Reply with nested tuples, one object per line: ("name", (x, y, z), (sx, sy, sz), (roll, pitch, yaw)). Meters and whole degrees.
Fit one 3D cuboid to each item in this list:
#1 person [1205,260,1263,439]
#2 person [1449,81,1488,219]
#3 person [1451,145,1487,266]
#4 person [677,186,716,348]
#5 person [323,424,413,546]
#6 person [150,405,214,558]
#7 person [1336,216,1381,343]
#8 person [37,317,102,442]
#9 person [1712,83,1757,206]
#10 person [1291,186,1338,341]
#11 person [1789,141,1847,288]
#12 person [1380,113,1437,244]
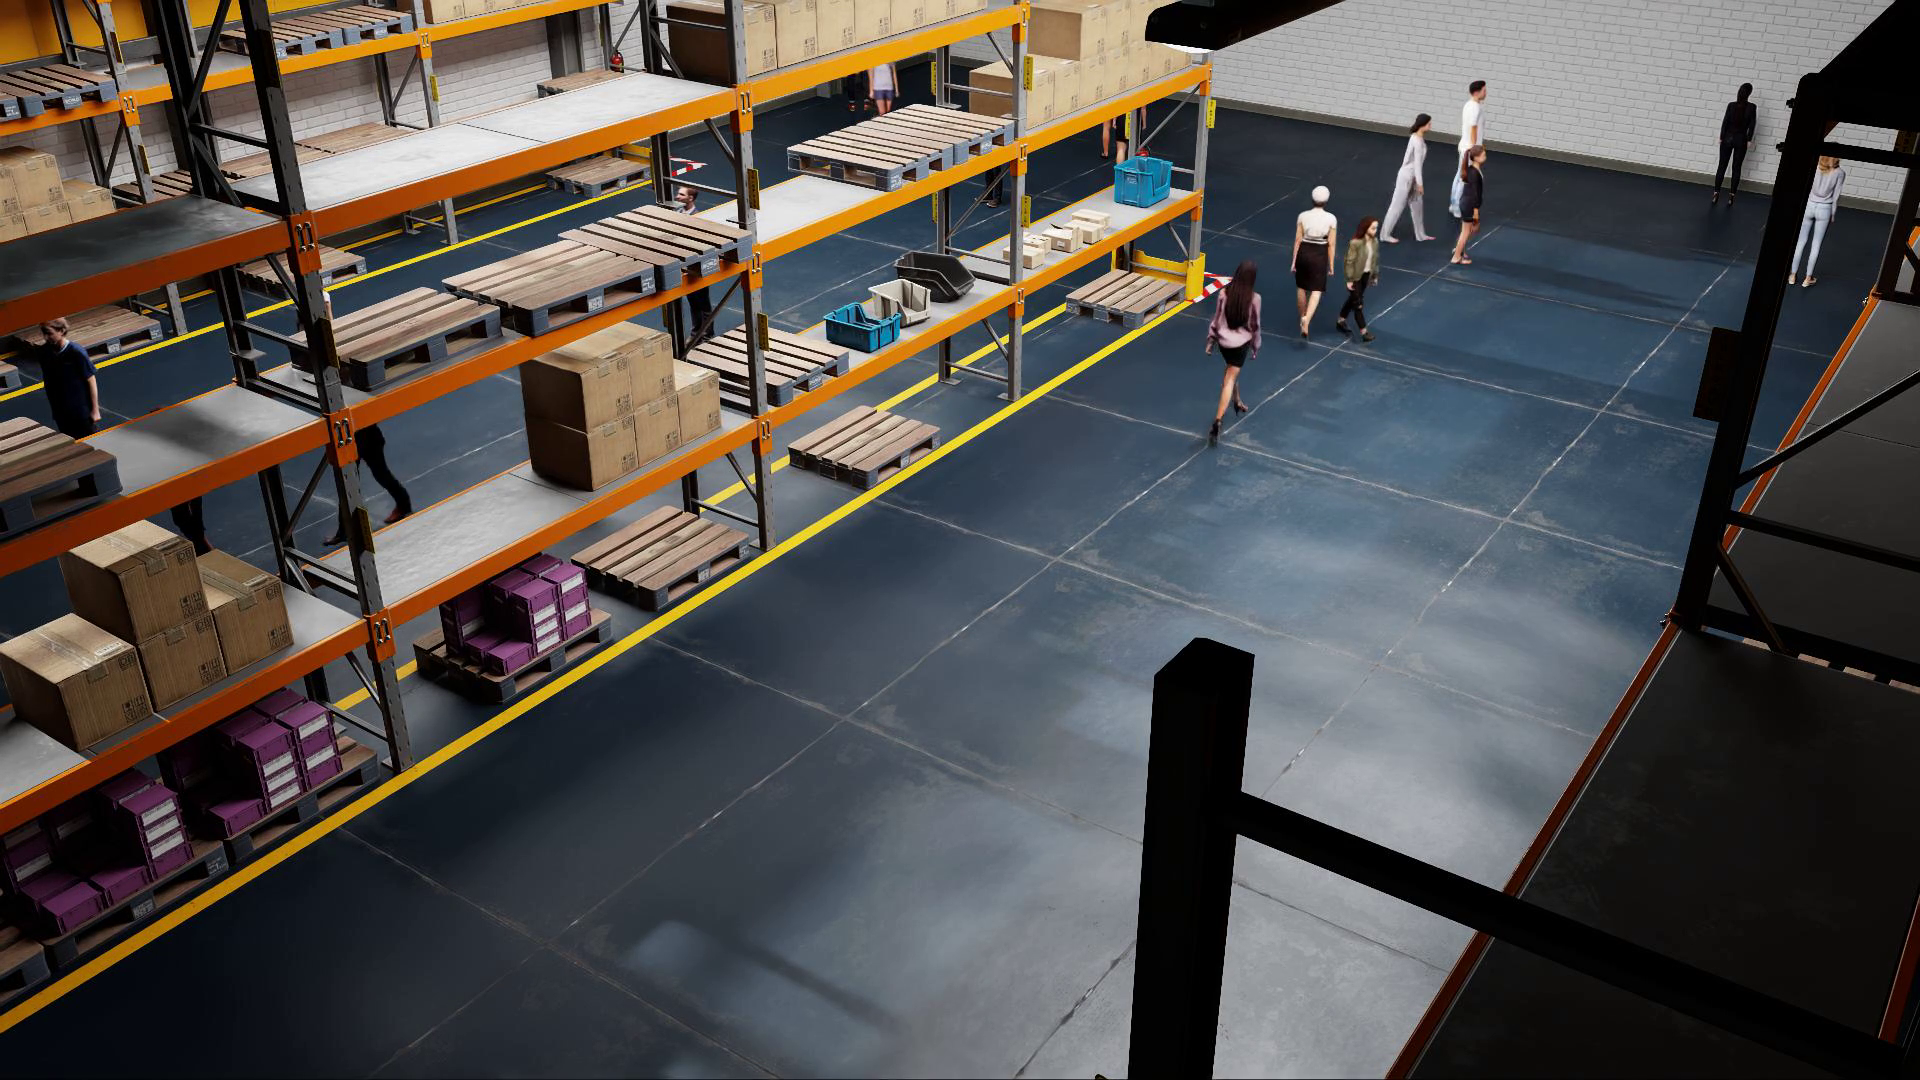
("person", (2.686, -1.850, 16.558), (0.748, 1.749, 1.128), (13, 31, 22))
("person", (7.028, -5.402, 22.949), (0.813, 1.865, 0.689), (2, 29, 3))
("person", (6.428, -4.273, 21.214), (0.719, 1.544, 0.643), (4, 29, 7))
("person", (-2.968, -3.051, 18.564), (0.662, 1.937, 0.716), (-21, 35, -34))
("person", (-5.249, -0.857, 14.744), (0.819, 1.744, 1.224), (15, 32, 26))
("person", (-6.447, -0.337, 13.829), (0.585, 1.707, 0.635), (-21, 35, -34))
("person", (4.497, -3.004, 19.003), (0.980, 1.434, 0.895), (-15, 32, -25))
("person", (-8.105, -1.199, 15.237), (0.732, 1.871, 0.696), (5, 29, 10))
("person", (10.933, -5.598, 23.469), (0.604, 1.711, 0.534), (13, 31, 23))
("person", (3.971, -3.103, 18.878), (0.783, 1.727, 1.045), (11, 30, 19))
("person", (10.558, -4.025, 20.496), (0.598, 1.796, 0.520), (21, 35, 33))
("person", (5.803, -4.731, 21.852), (0.871, 1.738, 0.969), (7, 29, 12))
